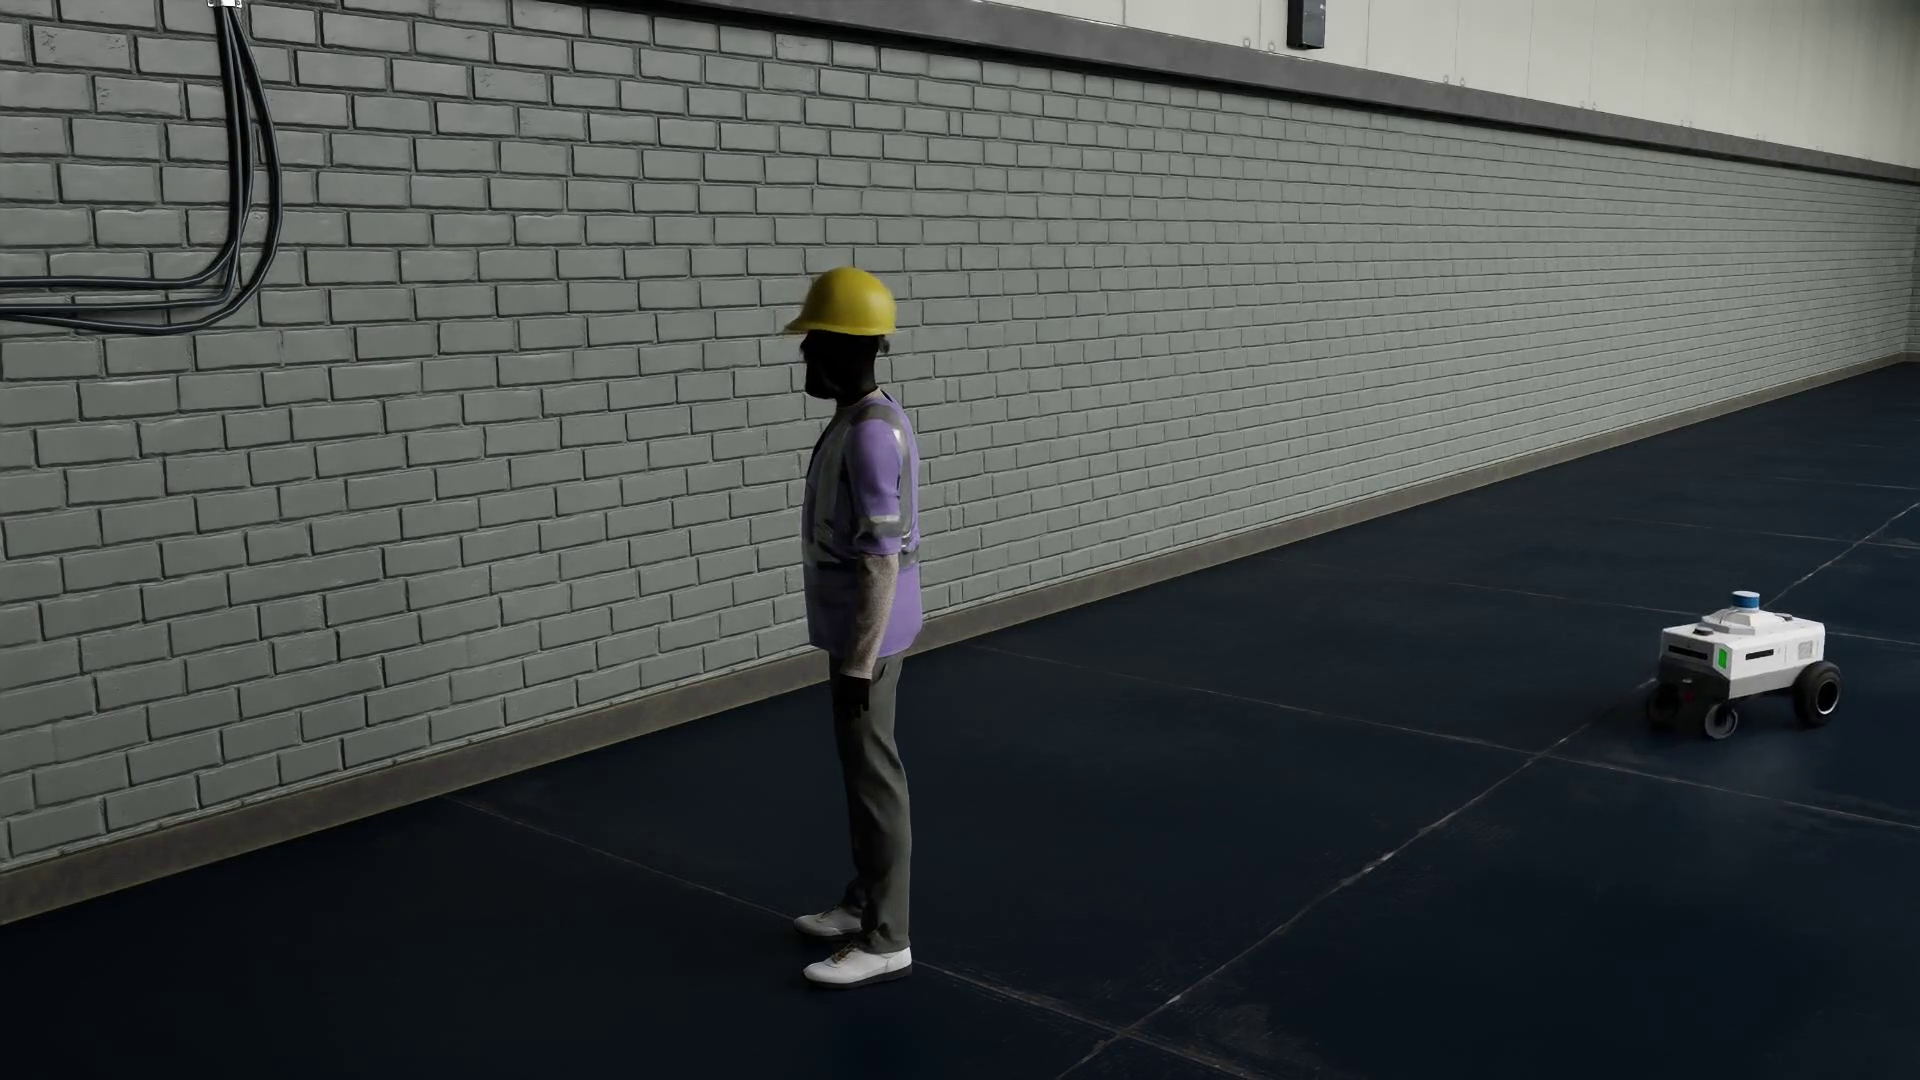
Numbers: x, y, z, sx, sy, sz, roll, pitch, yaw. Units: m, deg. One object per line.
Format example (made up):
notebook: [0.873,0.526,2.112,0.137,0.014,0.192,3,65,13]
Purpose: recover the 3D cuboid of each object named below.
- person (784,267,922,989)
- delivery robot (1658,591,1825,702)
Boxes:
person: [-0.283,0.235,4.514,0.356,1.930,0.587,-1,10,-8]
delivery robot: [3.267,0.458,6.953,0.707,0.478,0.477,-6,12,-29]
